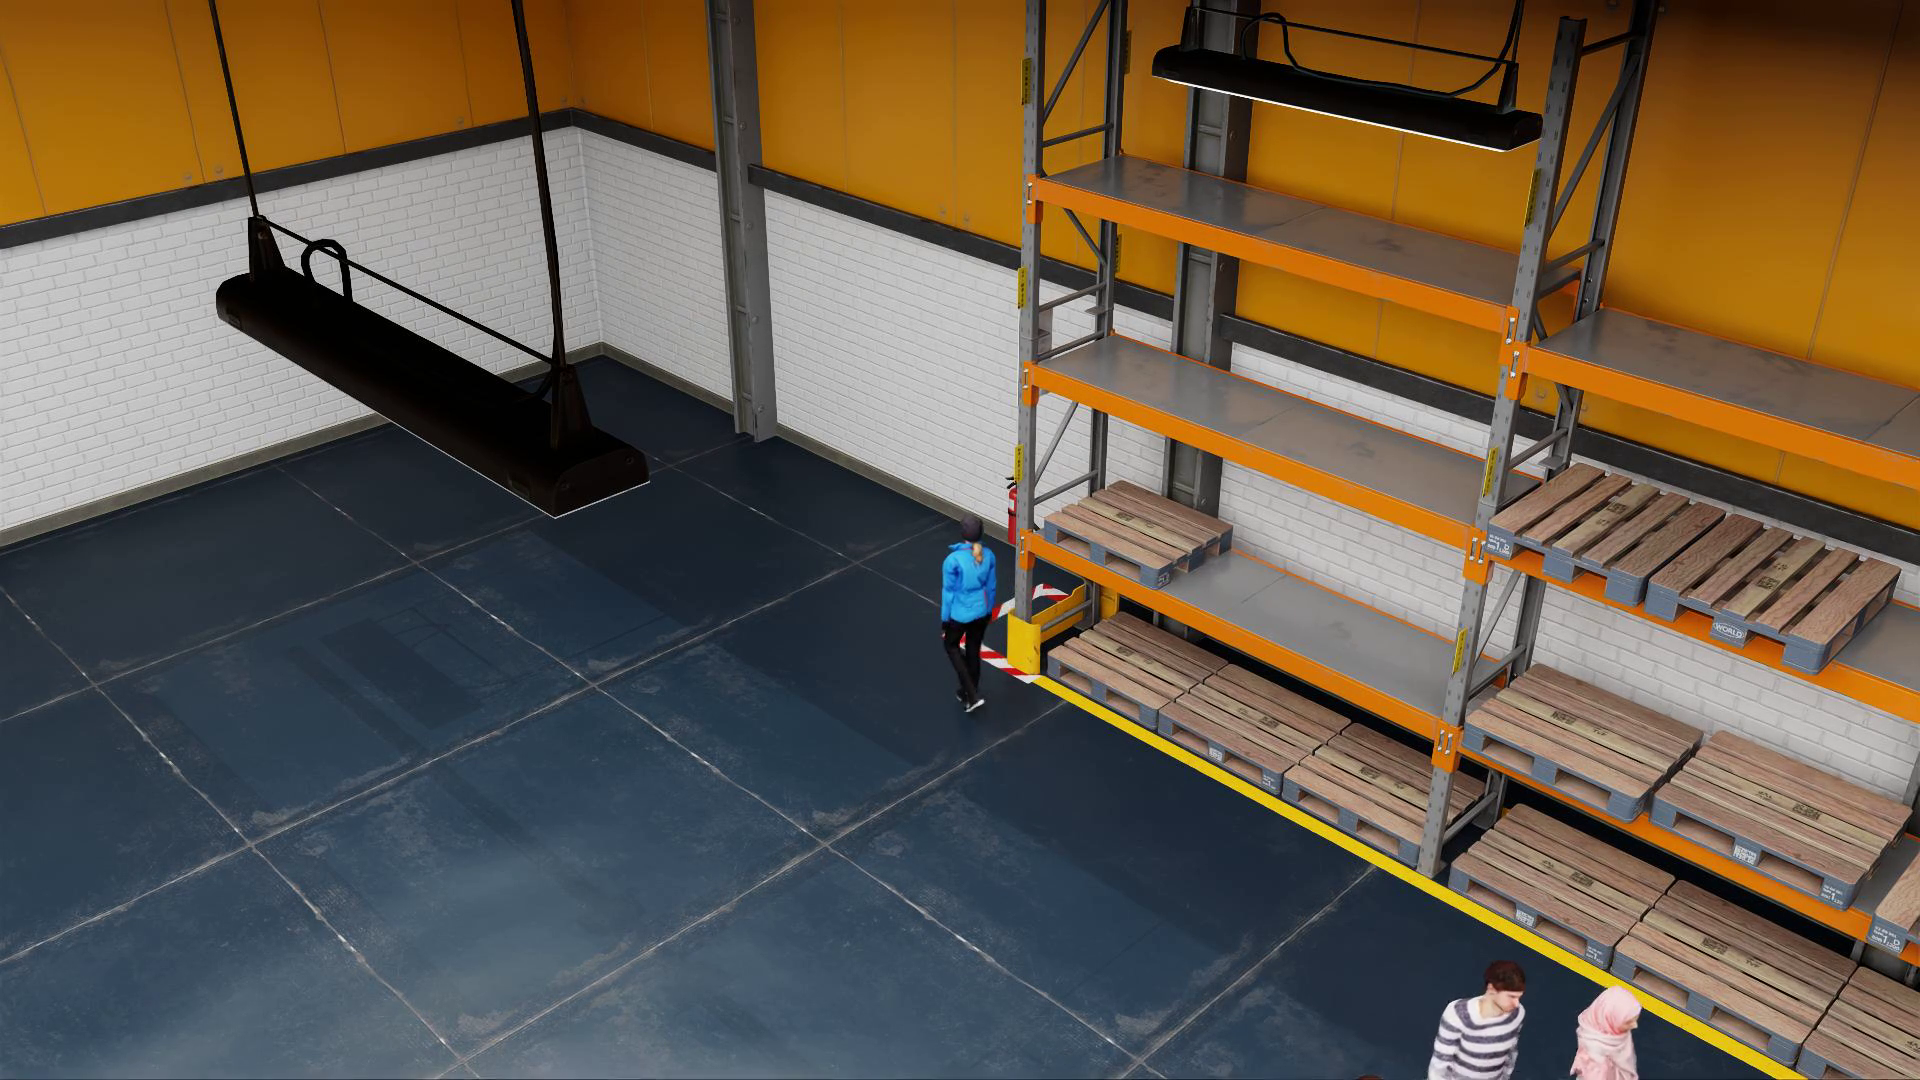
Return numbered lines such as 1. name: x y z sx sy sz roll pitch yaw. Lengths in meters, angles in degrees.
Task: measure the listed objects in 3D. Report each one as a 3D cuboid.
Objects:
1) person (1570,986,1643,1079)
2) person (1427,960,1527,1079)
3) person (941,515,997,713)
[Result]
1. person: 3.276 3.071 8.908 1.088 1.779 0.740 17 33 28
2. person: 2.722 2.946 9.084 0.971 1.830 1.079 -5 29 -9
3. person: 0.096 0.650 13.337 0.787 1.787 0.872 -11 30 -19
